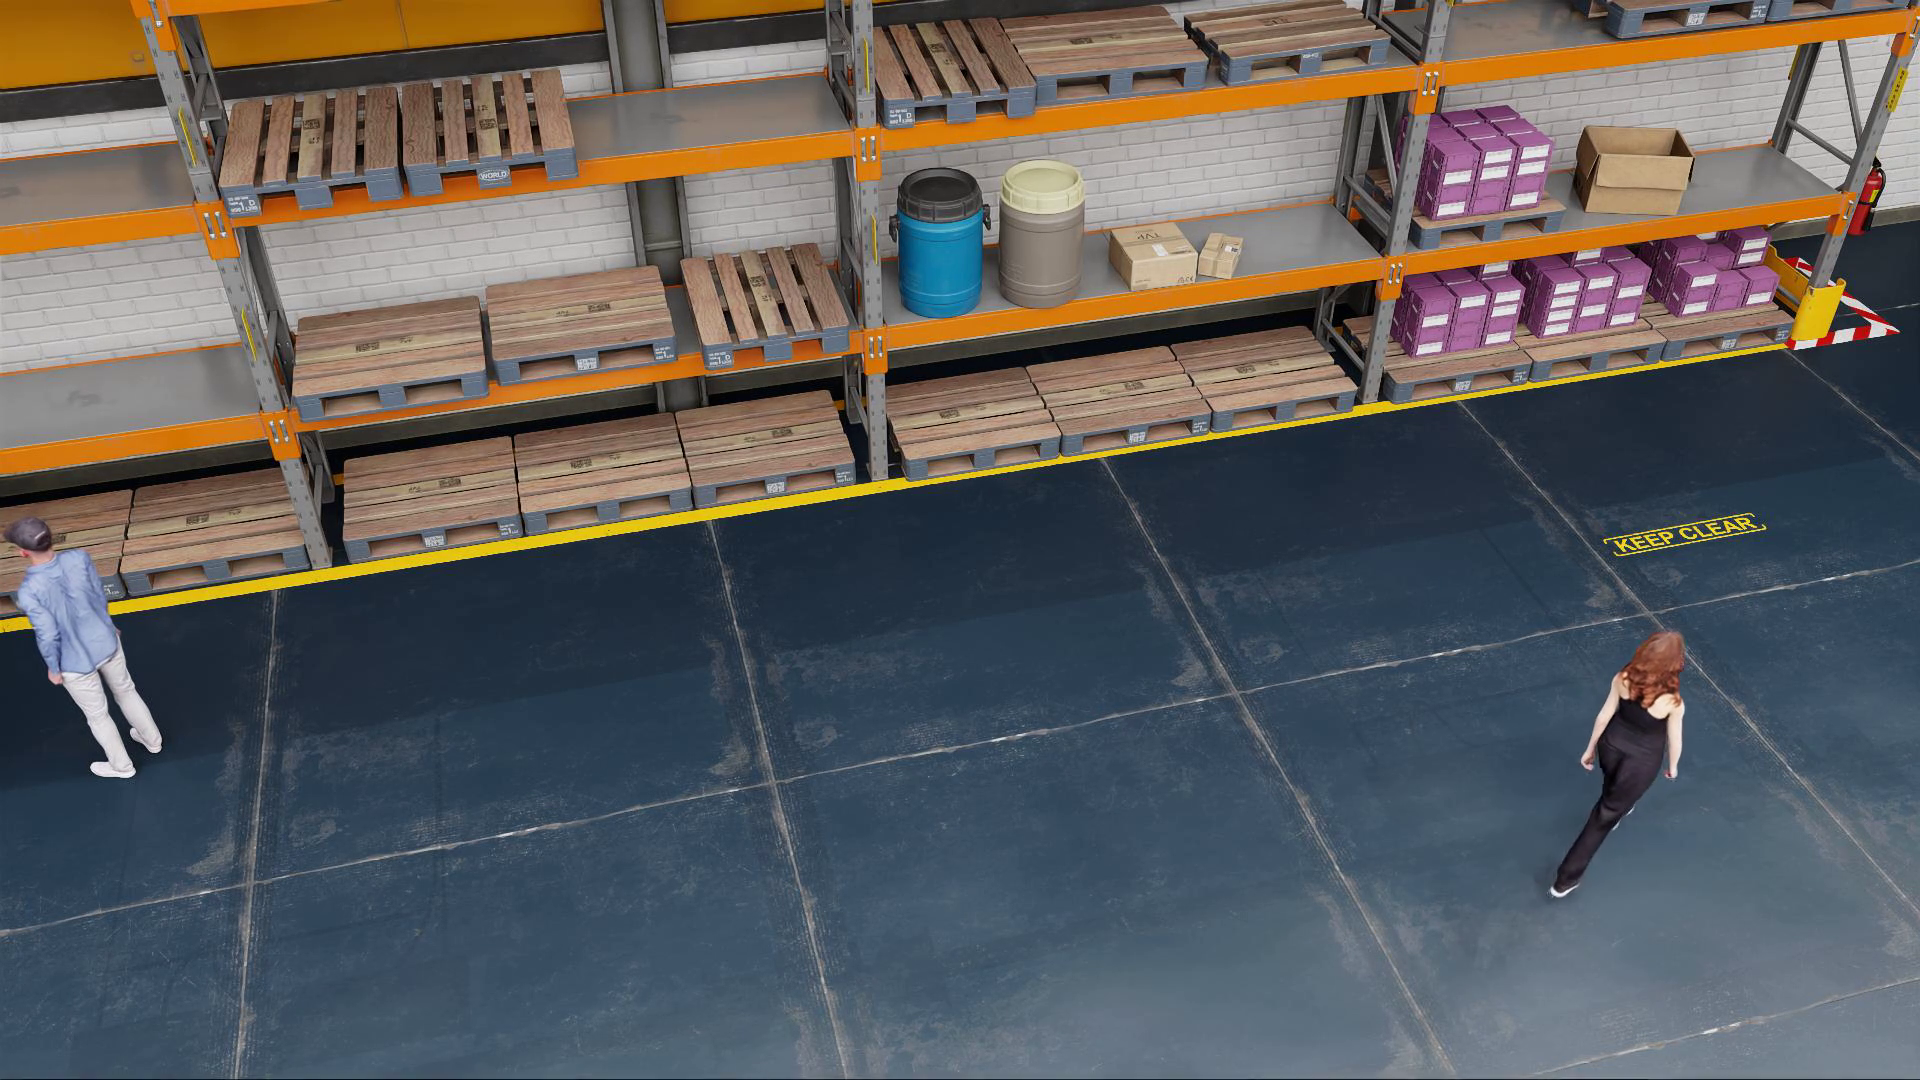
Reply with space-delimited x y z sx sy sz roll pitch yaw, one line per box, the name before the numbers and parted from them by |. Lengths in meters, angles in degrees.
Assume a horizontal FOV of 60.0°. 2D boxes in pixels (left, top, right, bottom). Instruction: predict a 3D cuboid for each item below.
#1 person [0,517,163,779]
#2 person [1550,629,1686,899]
person | -5.052 0.620 9.589 0.779 1.886 0.742 15 41 18
person | 3.544 1.245 8.959 1.235 1.695 0.962 -31 48 -33
